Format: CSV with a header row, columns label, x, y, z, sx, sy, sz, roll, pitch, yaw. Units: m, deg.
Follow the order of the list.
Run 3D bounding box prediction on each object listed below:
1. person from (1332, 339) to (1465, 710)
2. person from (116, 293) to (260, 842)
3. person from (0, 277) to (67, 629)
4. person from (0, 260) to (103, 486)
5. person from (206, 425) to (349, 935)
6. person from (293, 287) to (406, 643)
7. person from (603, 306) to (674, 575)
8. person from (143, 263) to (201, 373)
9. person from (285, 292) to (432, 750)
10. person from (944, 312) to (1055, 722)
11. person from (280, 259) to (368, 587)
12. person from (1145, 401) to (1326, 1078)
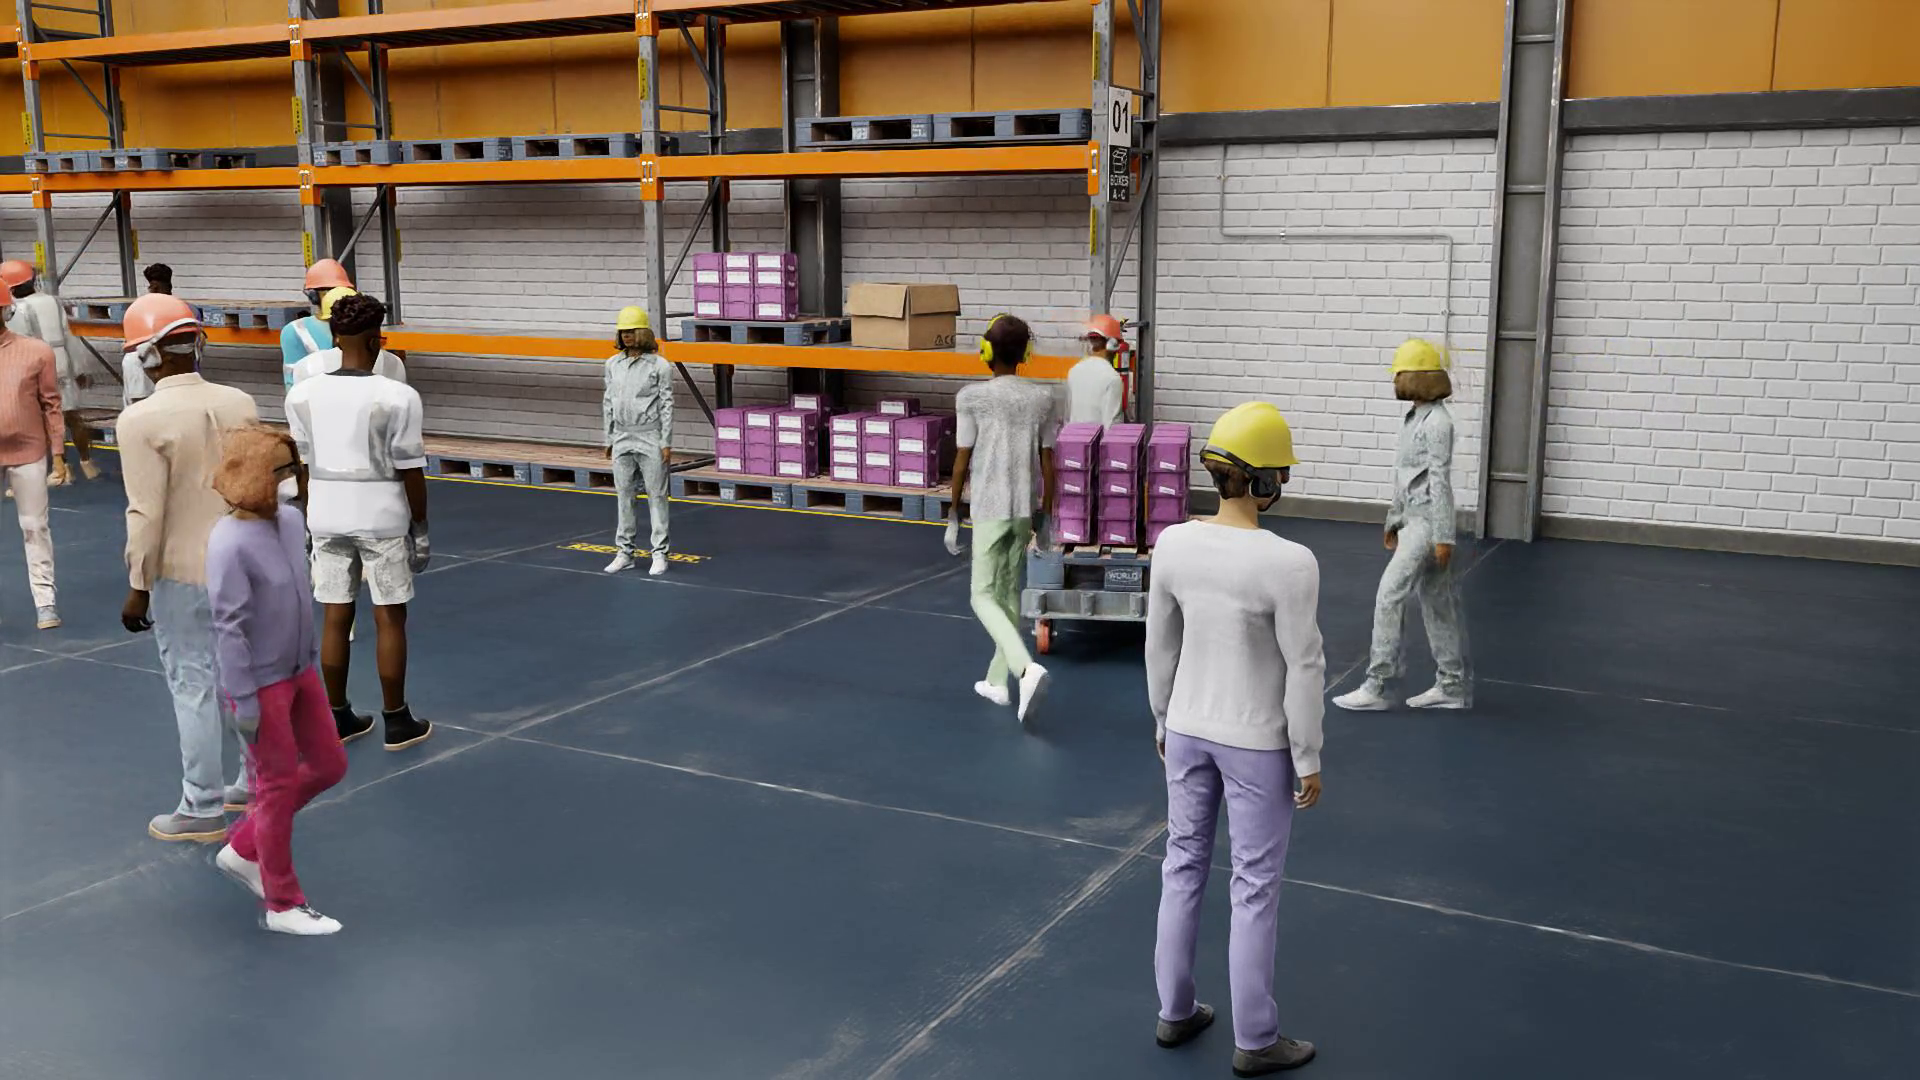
label,x,y,z,sx,sy,sz,roll,pitch,yaw
person,2.023,-0.055,7.642,0.750,1.710,0.515,1,10,5
person,-2.791,0.104,6.054,0.396,1.985,0.608,4,11,21
person,-5.291,-0.474,9.203,0.618,1.990,0.394,-5,11,-25
person,-8.013,-1.466,14.659,0.497,1.989,0.779,2,11,12
person,-2.149,0.445,5.187,0.390,1.618,0.518,1,10,6
person,-3.284,-0.401,9.015,0.586,1.920,0.391,-7,12,-33
person,-2.094,-0.640,10.798,0.483,1.745,0.299,3,11,15
person,-6.917,-1.439,14.600,0.387,1.953,0.600,4,11,21
person,-2.544,-0.070,7.106,0.599,1.956,0.372,1,10,7
person,0.218,-0.101,7.548,0.519,1.852,0.749,-5,12,-27
person,-3.900,-0.718,10.391,0.367,2.048,0.604,7,12,33
person,0.732,0.519,4.384,0.322,1.767,0.533,-10,14,-44
